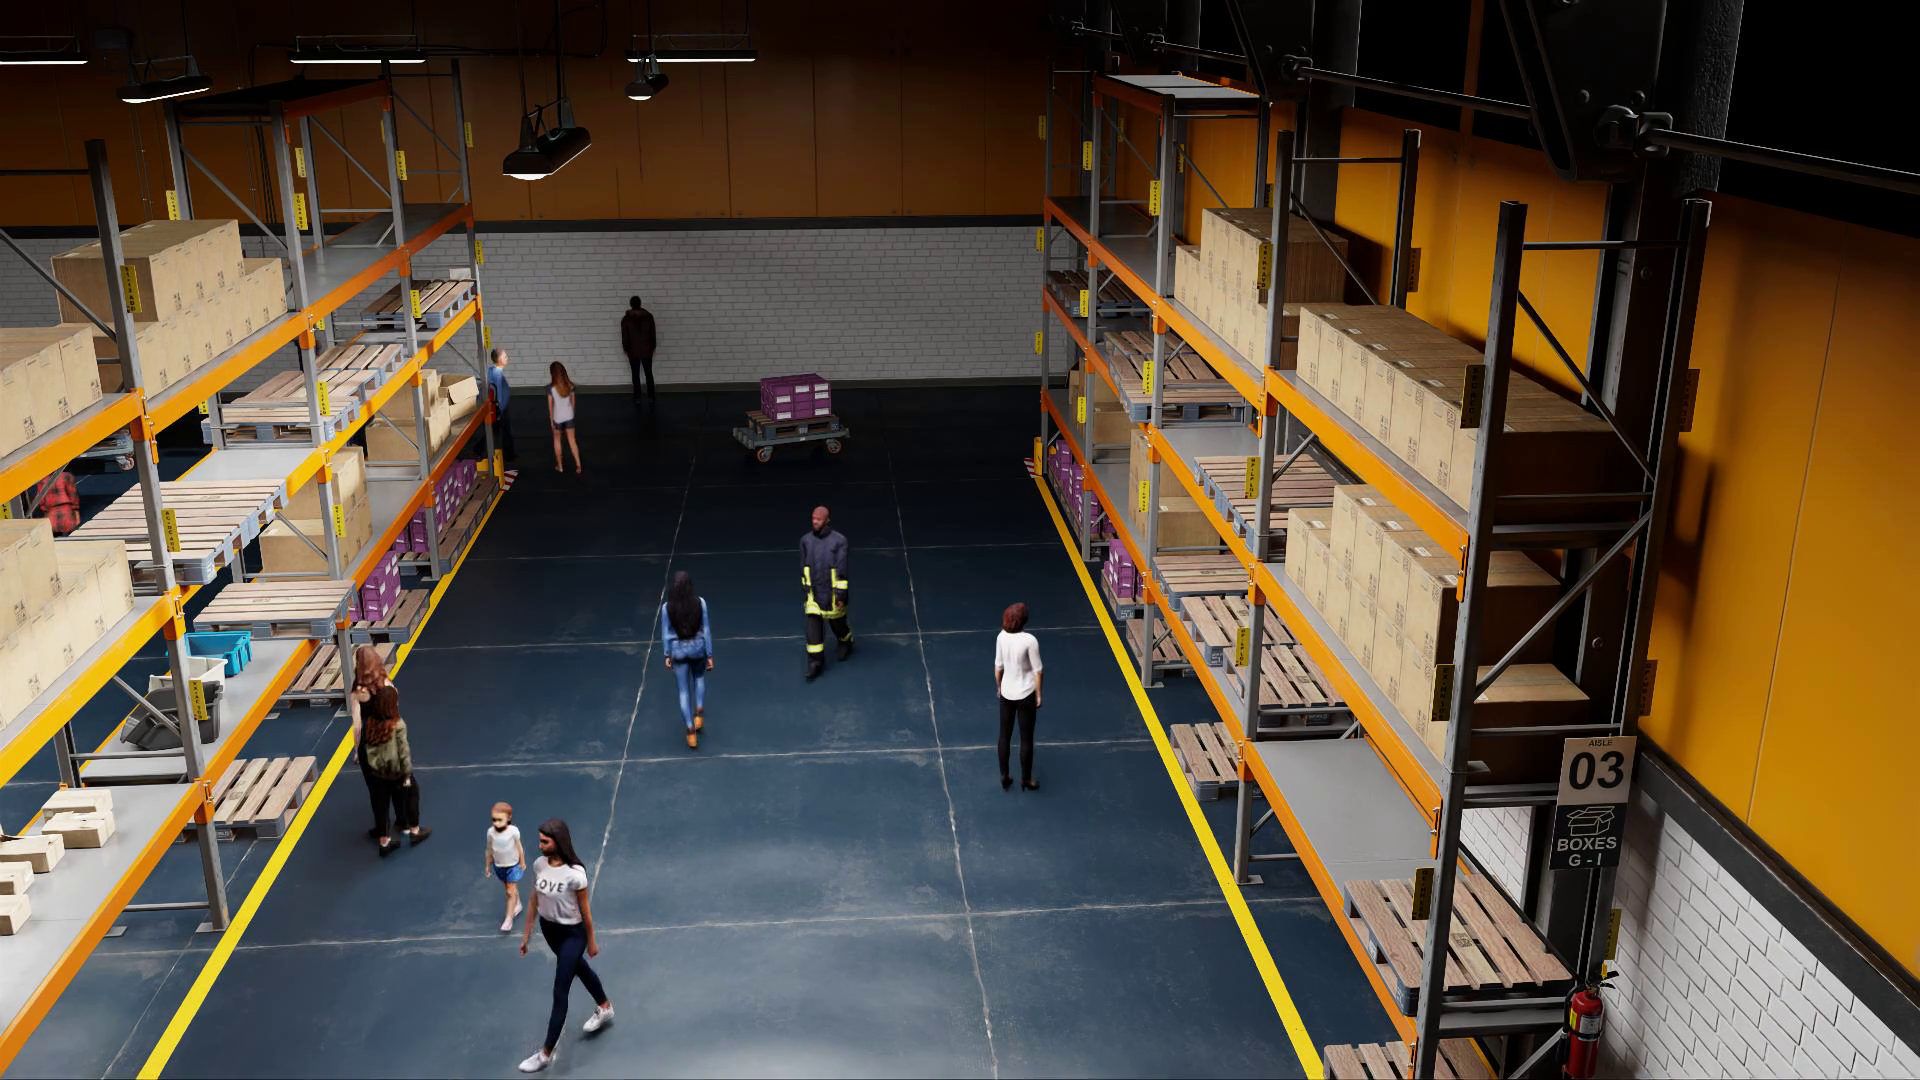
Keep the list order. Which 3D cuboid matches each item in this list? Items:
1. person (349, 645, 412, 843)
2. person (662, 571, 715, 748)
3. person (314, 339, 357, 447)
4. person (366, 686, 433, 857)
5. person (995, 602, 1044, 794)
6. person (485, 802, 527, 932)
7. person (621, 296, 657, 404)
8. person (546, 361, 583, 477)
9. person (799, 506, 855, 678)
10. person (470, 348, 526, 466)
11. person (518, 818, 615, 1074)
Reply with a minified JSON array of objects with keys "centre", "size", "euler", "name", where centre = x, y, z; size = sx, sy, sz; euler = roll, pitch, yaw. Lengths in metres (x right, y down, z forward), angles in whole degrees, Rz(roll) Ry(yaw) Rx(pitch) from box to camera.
[{"centre":[-4.928,1.718,14.100],"size":[0.704,1.745,0.659],"euler":[17,25,41],"name":"person"},{"centre":[-2.578,1.159,15.863],"size":[0.687,1.681,0.830],"euler":[-5,19,-14],"name":"person"},{"centre":[-9.811,-2.239,25.925],"size":[0.782,1.697,1.127],"euler":[1,19,4],"name":"person"},{"centre":[-4.794,1.951,13.860],"size":[0.754,1.458,0.824],"euler":[6,19,16],"name":"person"},{"centre":[0.512,1.410,14.940],"size":[0.691,1.794,0.711],"euler":[10,21,28],"name":"person"},{"centre":[-3.511,2.492,12.967],"size":[0.513,1.001,0.689],"euler":[3,19,8],"name":"person"},{"centre":[-5.561,-3.312,28.882],"size":[0.815,1.845,0.749],"euler":[-6,20,-18],"name":"person"},{"centre":[-5.811,-1.763,24.498],"size":[0.859,1.706,1.097],"euler":[-10,21,-28],"name":"person"},{"centre":[-1.385,0.497,17.656],"size":[0.982,1.790,1.283],"euler":[4,19,13],"name":"person"},{"centre":[-7.031,-1.982,25.019],"size":[0.997,1.789,1.085],"euler":[-8,20,-23],"name":"person"},{"centre":[-2.621,2.670,11.317],"size":[1.047,1.718,1.190],"euler":[12,22,31],"name":"person"}]
